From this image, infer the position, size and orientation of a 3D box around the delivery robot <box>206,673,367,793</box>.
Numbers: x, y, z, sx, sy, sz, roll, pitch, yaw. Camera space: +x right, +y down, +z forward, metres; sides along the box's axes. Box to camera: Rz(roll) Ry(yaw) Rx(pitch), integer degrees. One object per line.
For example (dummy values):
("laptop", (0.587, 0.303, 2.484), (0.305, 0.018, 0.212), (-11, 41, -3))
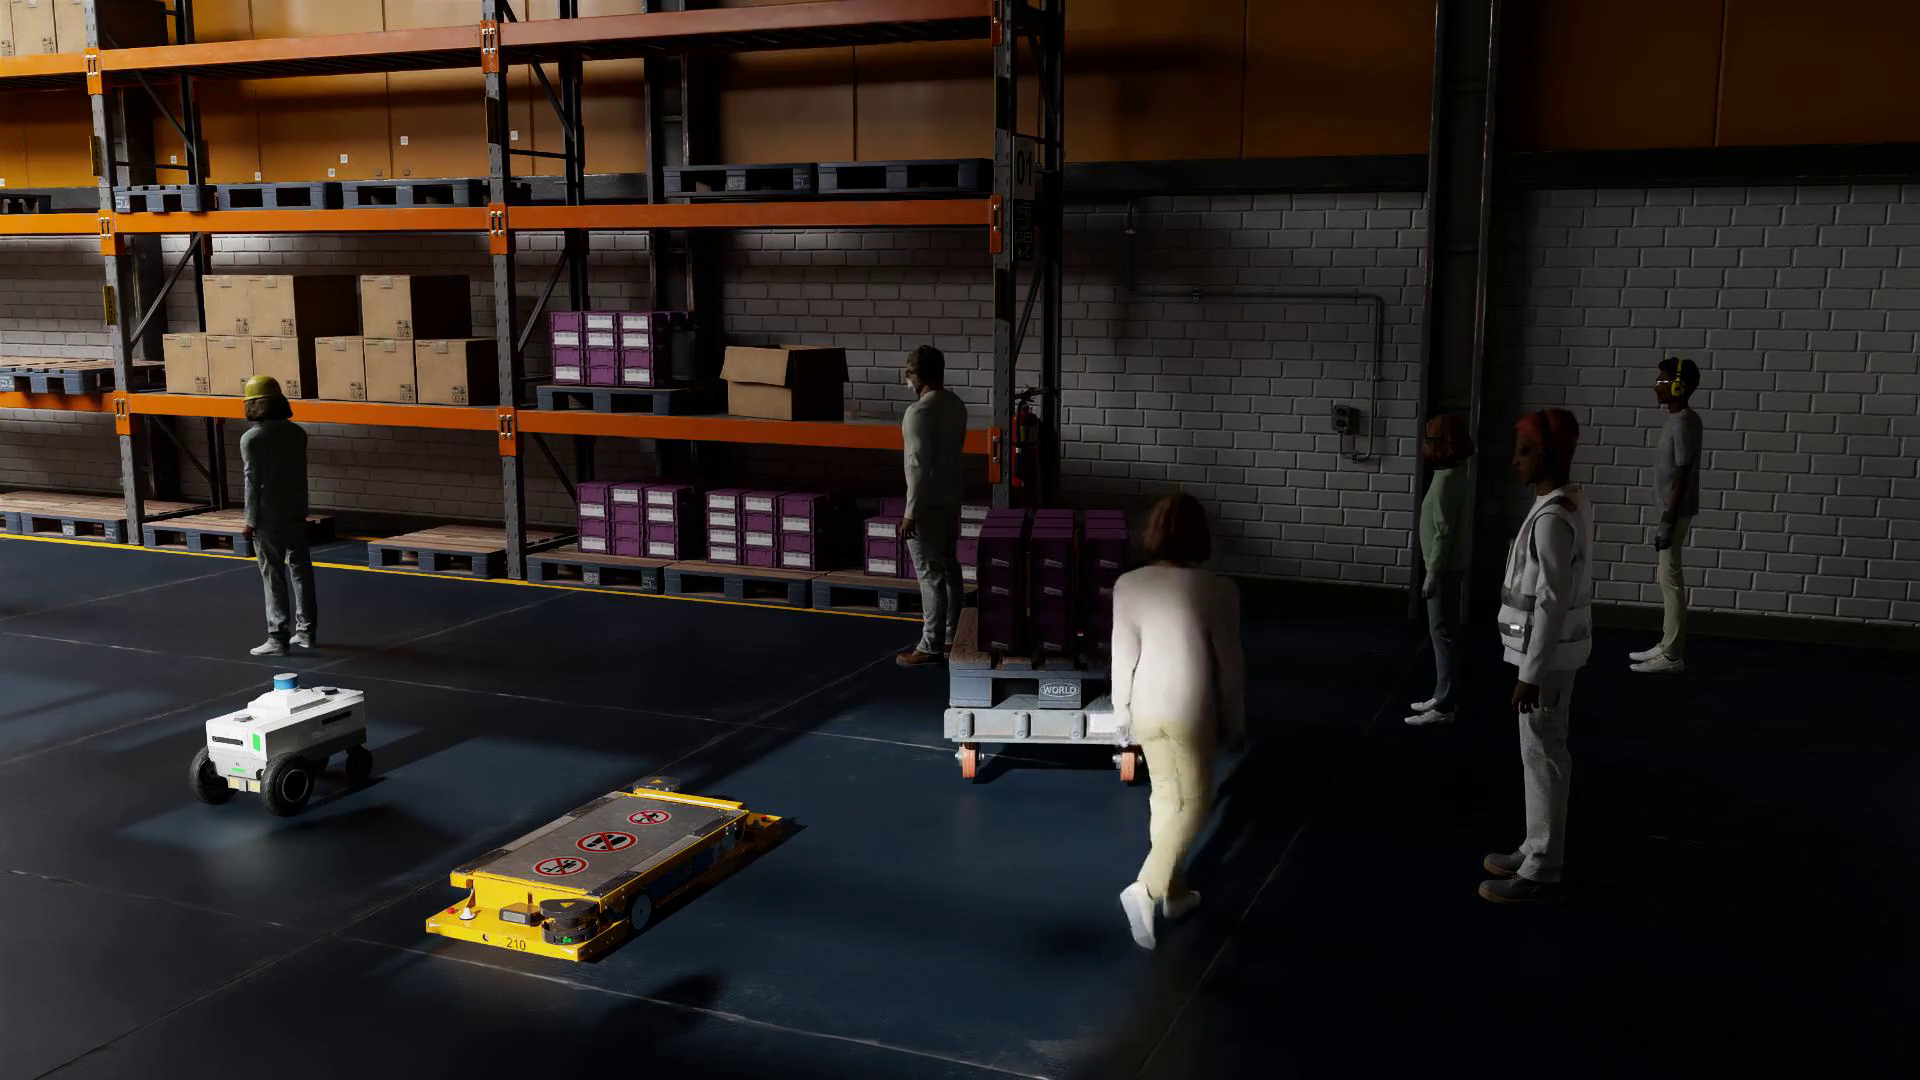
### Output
("delivery robot", (-3.044, 0.849, 7.548), (0.477, 0.478, 0.707), (4, 10, 23))

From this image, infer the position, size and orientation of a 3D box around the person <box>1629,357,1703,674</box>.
("person", (4.190, -0.142, 9.837), (0.329, 1.872, 0.508), (4, 10, 23))

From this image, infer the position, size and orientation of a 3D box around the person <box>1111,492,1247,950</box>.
("person", (0.735, 0.636, 5.919), (0.508, 1.613, 0.644), (7, 12, 37))

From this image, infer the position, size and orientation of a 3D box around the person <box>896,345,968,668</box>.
("person", (-0.175, -0.198, 9.975), (0.373, 1.938, 0.630), (4, 10, 23))

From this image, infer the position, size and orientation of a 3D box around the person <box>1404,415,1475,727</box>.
("person", (2.521, 0.161, 8.723), (0.285, 1.633, 0.497), (4, 10, 23))

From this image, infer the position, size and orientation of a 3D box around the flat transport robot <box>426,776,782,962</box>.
("flat transport robot", (-1.319, 1.227, 6.414), (0.652, 0.197, 1.431), (4, 10, 23))

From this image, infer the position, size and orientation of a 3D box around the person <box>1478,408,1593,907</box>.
("person", (2.195, 0.442, 6.290), (0.356, 1.886, 0.574), (4, 10, 23))

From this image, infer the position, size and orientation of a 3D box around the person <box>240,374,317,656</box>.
("person", (-4.238, -0.153, 10.289), (0.303, 1.740, 0.485), (4, 10, 23))
